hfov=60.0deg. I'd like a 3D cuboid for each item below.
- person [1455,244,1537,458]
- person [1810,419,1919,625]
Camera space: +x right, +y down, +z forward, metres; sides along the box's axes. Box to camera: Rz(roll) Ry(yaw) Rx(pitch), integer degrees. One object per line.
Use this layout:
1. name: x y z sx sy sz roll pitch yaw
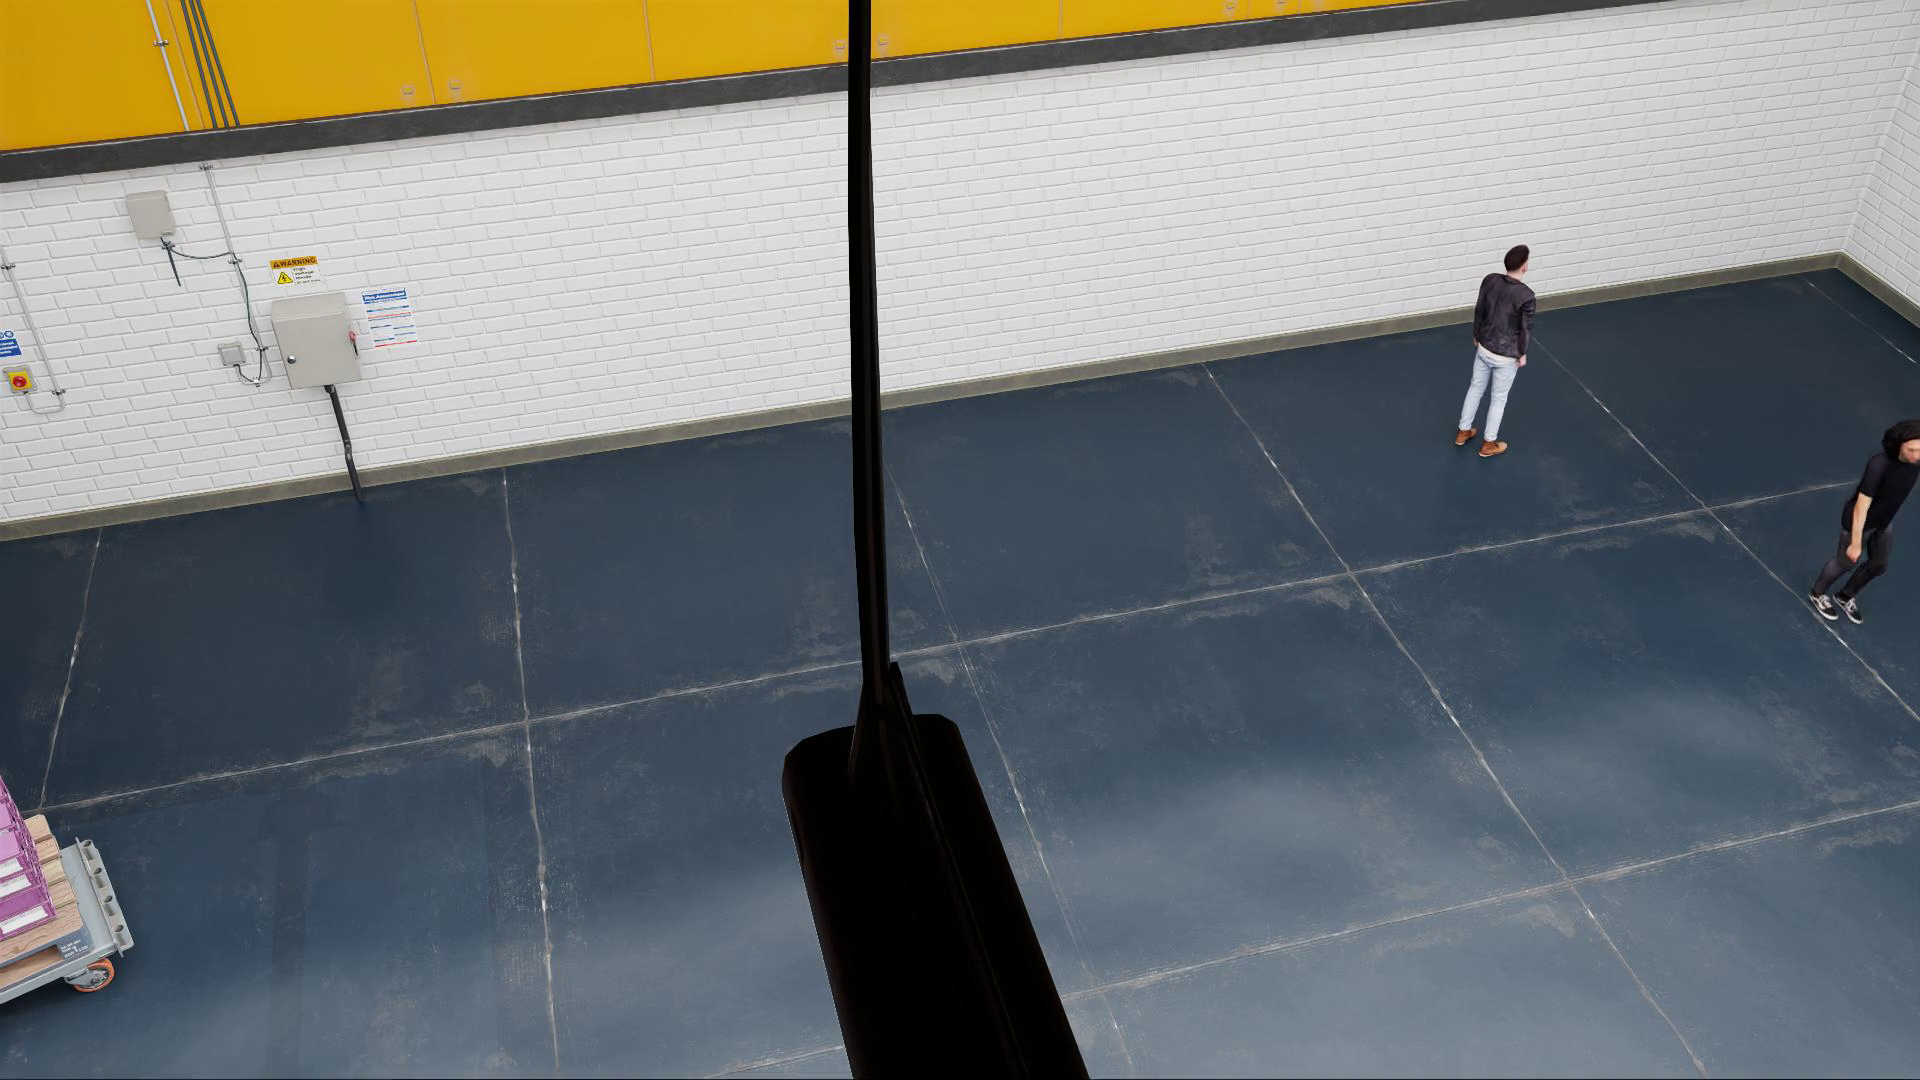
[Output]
1. person: 4.180 -1.474 12.913 0.793 1.835 0.649 -28 46 -30
2. person: 6.173 -0.177 11.325 0.702 1.790 0.705 -21 43 -24
